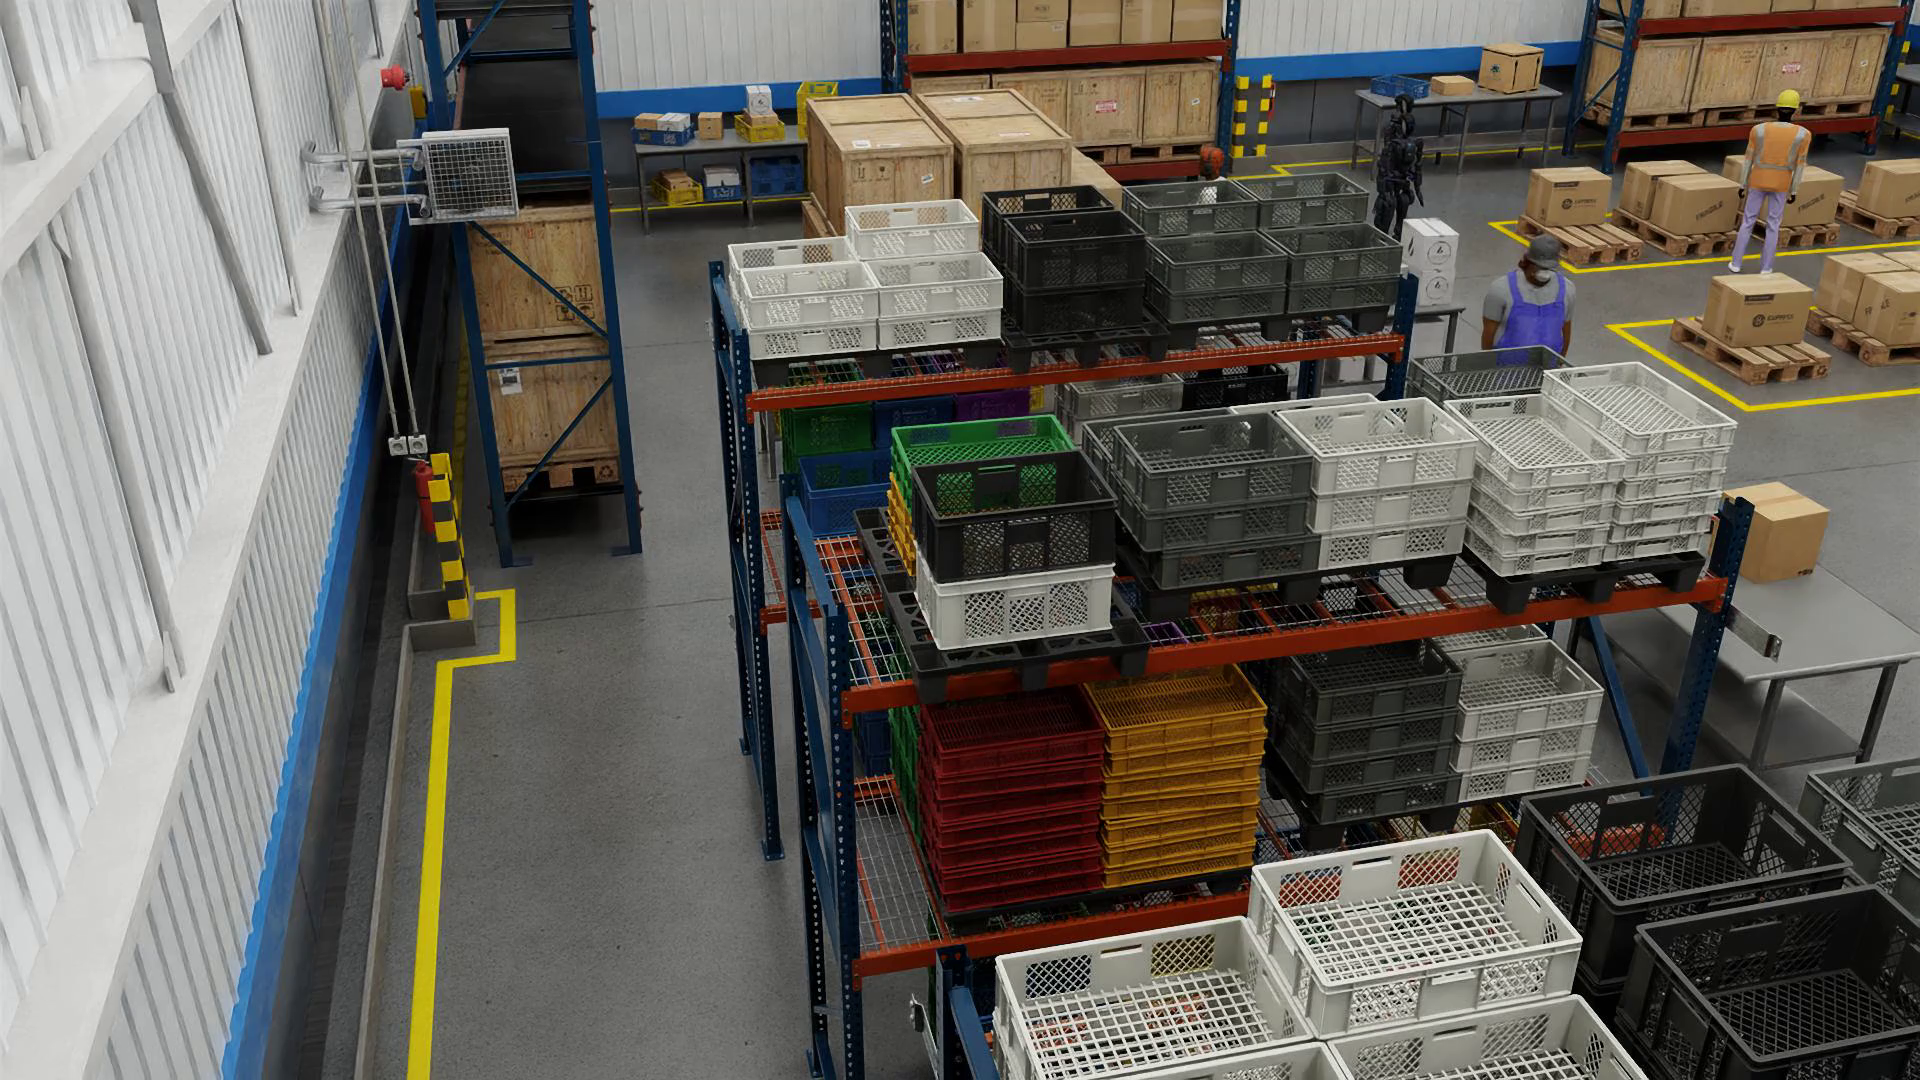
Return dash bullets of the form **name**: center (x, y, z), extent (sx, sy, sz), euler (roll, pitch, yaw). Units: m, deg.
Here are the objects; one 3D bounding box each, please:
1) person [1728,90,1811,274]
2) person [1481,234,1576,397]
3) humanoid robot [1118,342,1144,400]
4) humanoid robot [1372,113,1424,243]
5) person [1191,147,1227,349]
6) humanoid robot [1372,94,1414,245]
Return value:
- **person**: center (8.436, -3.713, 17.329), extent (0.581, 1.918, 0.403), euler (13, 31, 24)
- **person**: center (4.326, -1.365, 12.738), extent (0.680, 2.000, 0.536), euler (0, 28, 0)
- **humanoid robot**: center (1.322, -1.084, 12.578), extent (0.308, 1.657, 0.612), euler (-6, 28, -11)
- **humanoid robot**: center (4.596, -3.647, 17.440), extent (0.616, 1.657, 0.311), euler (-13, 30, -23)
- **person**: center (2.308, -2.710, 15.455), extent (0.338, 1.882, 0.580), euler (10, 29, 18)
- **humanoid robot**: center (4.767, -4.045, 18.194), extent (0.324, 1.658, 0.601), euler (25, 37, 39)
